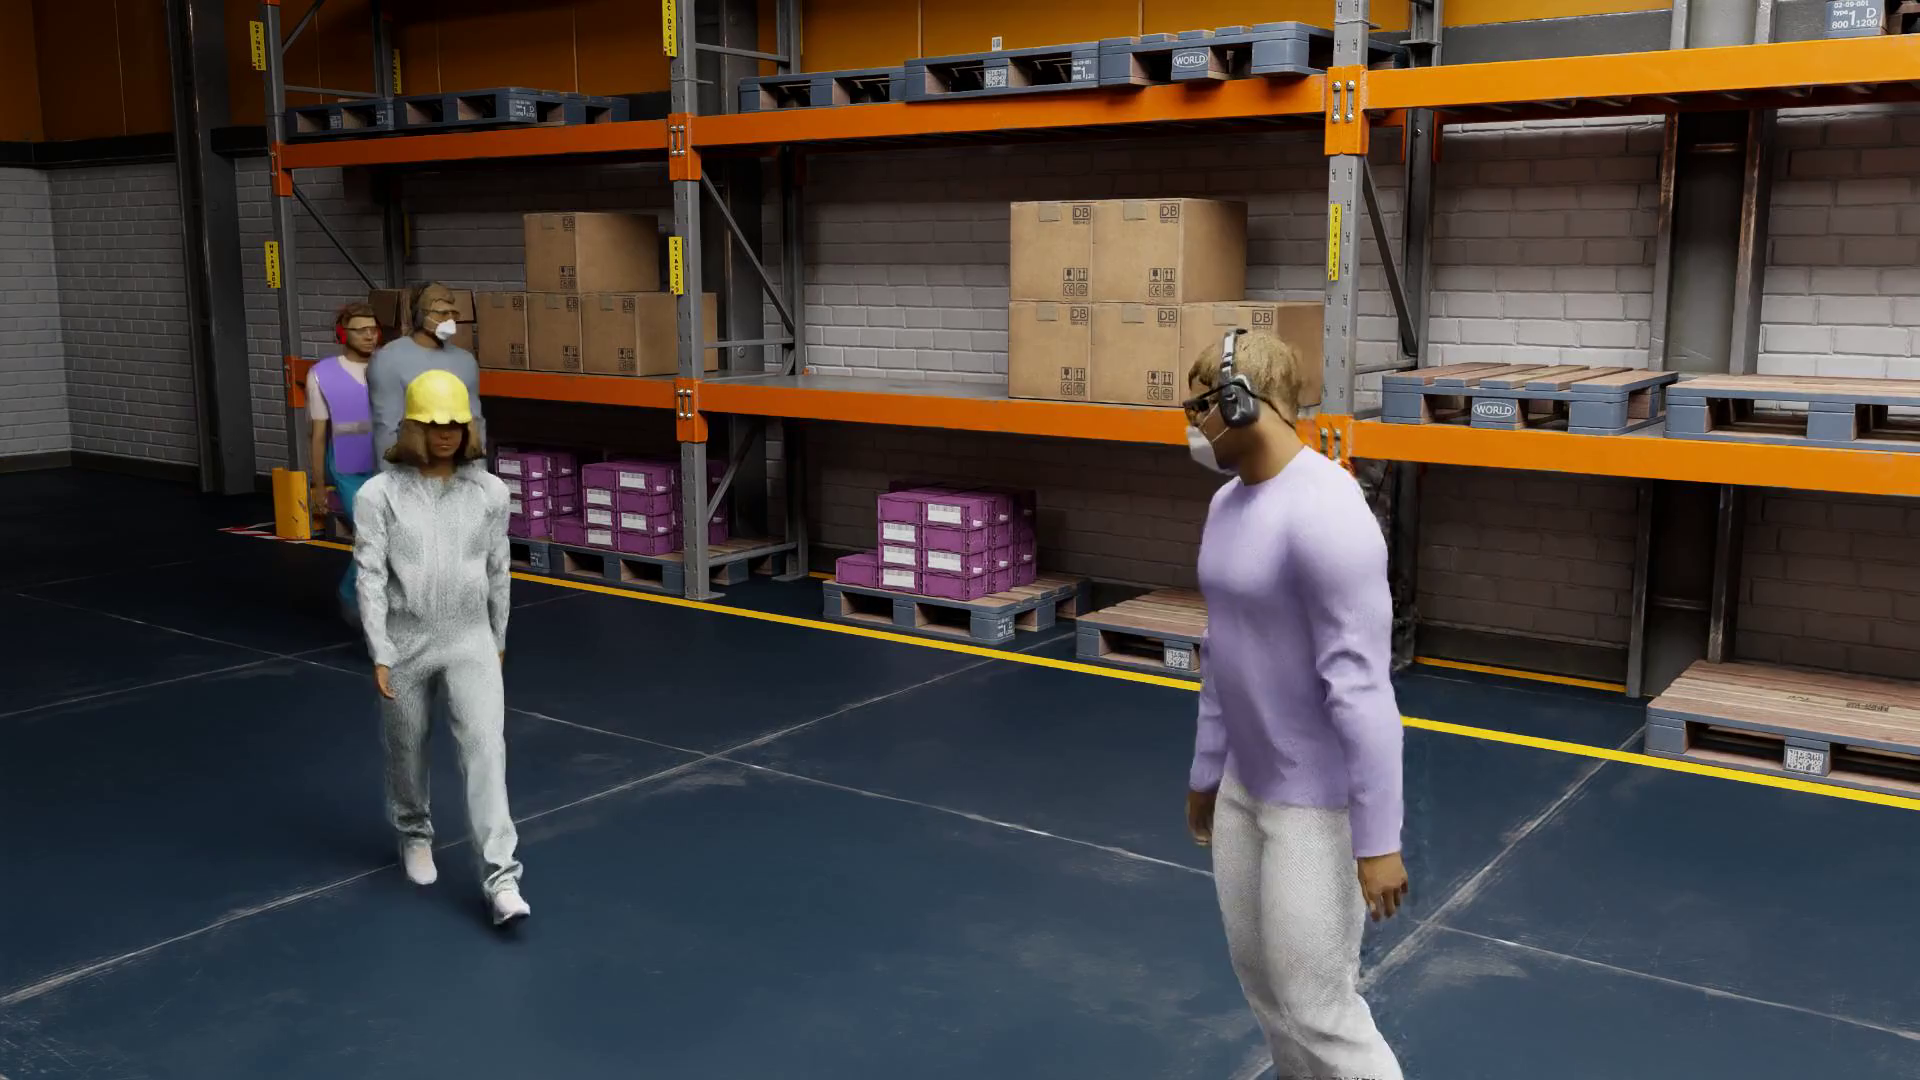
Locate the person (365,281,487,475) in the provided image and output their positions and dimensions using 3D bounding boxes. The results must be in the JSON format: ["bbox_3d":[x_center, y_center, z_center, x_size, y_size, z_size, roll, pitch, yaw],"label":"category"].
[{"bbox_3d":[-2.583,-0.293,8.115,0.572,1.927,0.649,6,11,32],"label":"person"}]

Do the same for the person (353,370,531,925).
[{"bbox_3d":[-1.601,0.326,5.137,0.492,1.688,0.955,-5,11,-28],"label":"person"}]

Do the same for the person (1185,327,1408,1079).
[{"bbox_3d":[0.671,0.524,3.359,0.428,1.892,0.735,-2,10,-12],"label":"person"}]

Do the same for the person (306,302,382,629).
[{"bbox_3d":[-3.182,-0.356,8.842,0.869,1.819,0.574,8,13,41],"label":"person"}]
